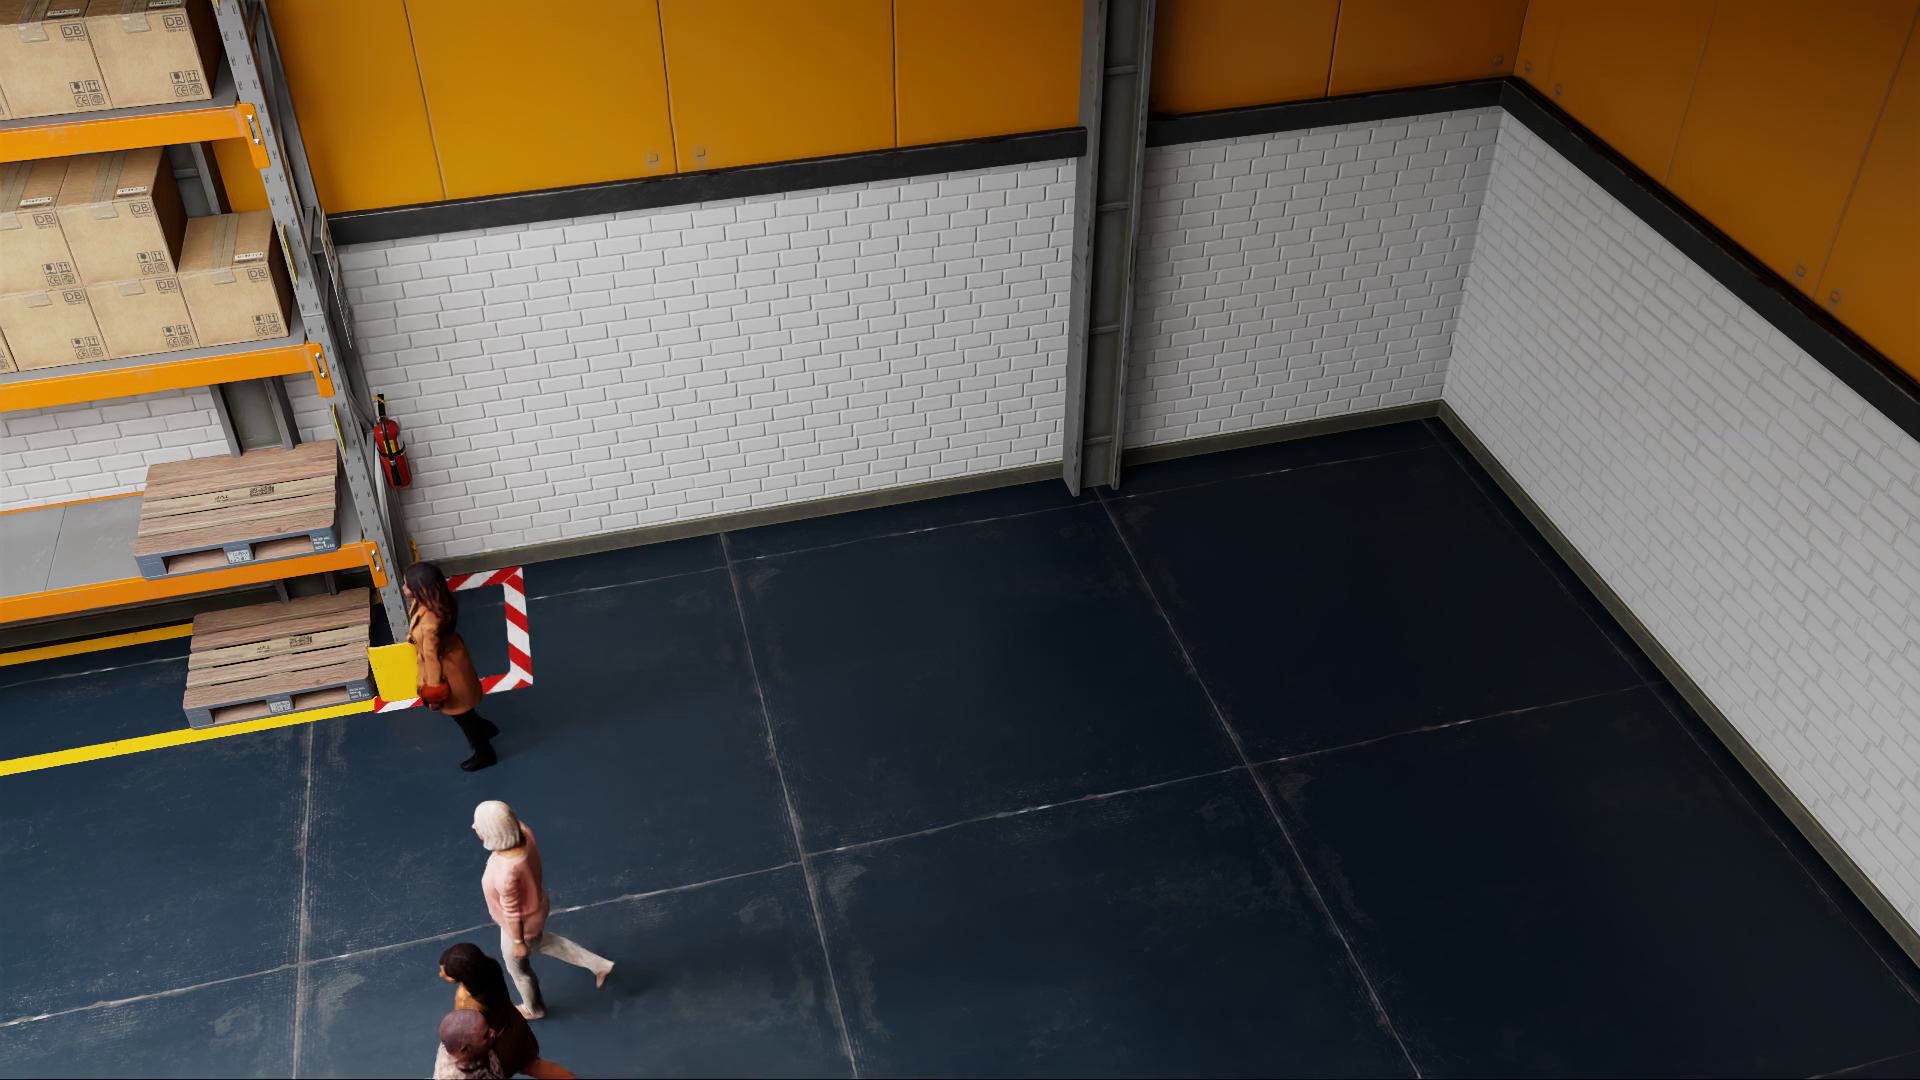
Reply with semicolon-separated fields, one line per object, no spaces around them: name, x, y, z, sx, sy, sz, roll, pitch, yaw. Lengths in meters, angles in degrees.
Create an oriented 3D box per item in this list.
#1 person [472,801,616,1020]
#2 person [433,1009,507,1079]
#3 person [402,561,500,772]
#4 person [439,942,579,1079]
person;-2.274;2.015;8.985;0.948;1.709;0.704;-3;39;-4
person;-2.367;2.832;7.898;0.773;1.788;0.777;-3;39;-4
person;-3.146;0.808;10.496;0.682;1.709;0.723;-13;40;-16
person;-2.244;2.535;8.378;1.098;1.654;0.737;0;39;0
